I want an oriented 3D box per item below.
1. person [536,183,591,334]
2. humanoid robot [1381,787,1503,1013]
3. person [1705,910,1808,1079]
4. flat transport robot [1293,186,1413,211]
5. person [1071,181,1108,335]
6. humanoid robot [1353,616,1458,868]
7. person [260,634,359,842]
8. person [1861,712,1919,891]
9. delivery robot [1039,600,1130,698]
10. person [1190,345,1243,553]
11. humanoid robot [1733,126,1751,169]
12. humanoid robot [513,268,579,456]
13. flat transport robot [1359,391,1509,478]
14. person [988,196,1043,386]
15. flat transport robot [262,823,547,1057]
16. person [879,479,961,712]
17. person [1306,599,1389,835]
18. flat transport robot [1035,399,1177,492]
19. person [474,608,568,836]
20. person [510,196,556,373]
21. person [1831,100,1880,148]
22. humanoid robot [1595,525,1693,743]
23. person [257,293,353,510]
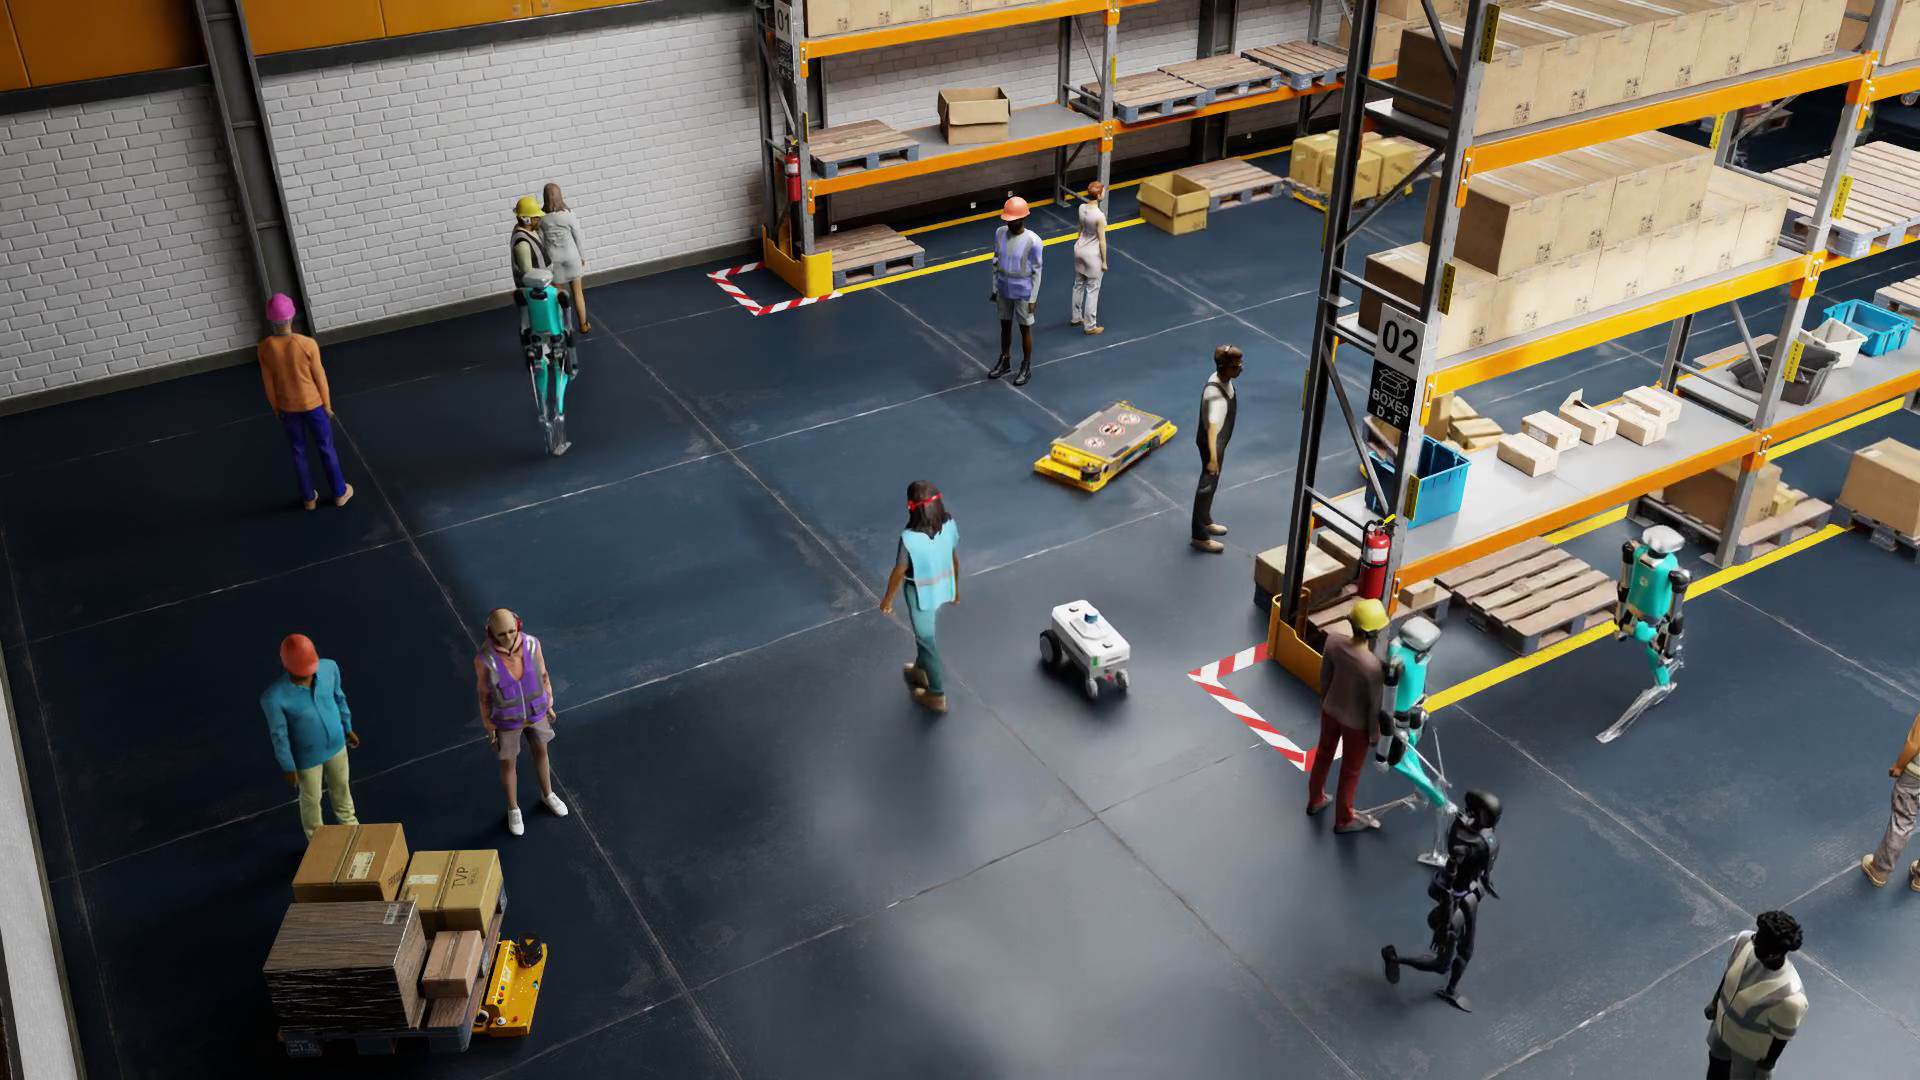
[{"bbox_3d":[-4.189,-2.950,17.475,0.498,1.659,0.335,-6,33,-10],"label":"person"},{"bbox_3d":[2.822,2.014,9.556,0.518,1.643,0.609,25,40,34],"label":"humanoid robot"},{"bbox_3d":[4.084,2.567,8.652,0.320,1.691,0.534,-4,32,-6],"label":"person"},{"bbox_3d":[5.023,-4.483,21.234,1.431,0.231,0.659,-17,36,-25],"label":"flat transport robot"},{"bbox_3d":[1.376,-2.982,17.537,0.280,1.650,0.432,-22,38,-31],"label":"person"},{"bbox_3d":[2.995,1.343,10.604,0.997,1.782,0.541,23,39,32],"label":"humanoid robot"},{"bbox_3d":[-4.071,1.319,10.592,0.347,1.739,0.564,19,37,27],"label":"person"},{"bbox_3d":[6.070,1.445,10.360,0.464,1.776,0.316,8,33,13],"label":"person"},{"bbox_3d":[0.975,0.773,12.566,0.499,0.577,0.769,-14,35,-21],"label":"delivery robot"},{"bbox_3d":[2.132,-0.782,13.847,0.328,1.844,0.508,8,33,13],"label":"person"},{"bbox_3d":[8.849,-3.946,19.076,0.702,1.639,0.595,-3,32,-5],"label":"humanoid robot"},{"bbox_3d":[-3.793,-1.487,15.190,0.545,1.904,0.709,5,32,8],"label":"humanoid robot"},{"bbox_3d":[4.424,-0.621,15.075,1.431,0.231,0.659,-7,33,-11],"label":"flat transport robot"},{"bbox_3d":[0.540,-2.467,16.449,0.543,1.938,0.351,20,37,28],"label":"person"},{"bbox_3d":[-3.229,2.651,9.855,1.431,0.231,0.659,-1,32,-2],"label":"flat transport robot"},{"bbox_3d":[-0.325,0.372,12.008,0.697,1.847,0.521,25,40,34],"label":"person"},{"bbox_3d":[2.554,1.133,10.866,0.328,1.767,0.526,-20,37,-28],"label":"person"},{"bbox_3d":[1.375,-0.897,15.515,0.659,0.231,1.431,22,38,31],"label":"flat transport robot"},{"bbox_3d":[-2.888,1.159,10.894,0.483,1.693,0.345,-20,37,-29],"label":"person"},{"bbox_3d":[-4.272,-2.574,16.736,0.403,1.821,0.595,-4,32,-7],"label":"person"},{"bbox_3d":[10.727,-4.693,20.085,0.568,1.842,0.373,-17,36,-25],"label":"person"},{"bbox_3d":[5.039,0.604,11.800,1.014,1.776,0.530,-17,36,-25],"label":"humanoid robot"},{"bbox_3d":[-5.688,-1.180,14.354,0.505,1.985,0.391,-5,32,-8],"label":"person"}]
